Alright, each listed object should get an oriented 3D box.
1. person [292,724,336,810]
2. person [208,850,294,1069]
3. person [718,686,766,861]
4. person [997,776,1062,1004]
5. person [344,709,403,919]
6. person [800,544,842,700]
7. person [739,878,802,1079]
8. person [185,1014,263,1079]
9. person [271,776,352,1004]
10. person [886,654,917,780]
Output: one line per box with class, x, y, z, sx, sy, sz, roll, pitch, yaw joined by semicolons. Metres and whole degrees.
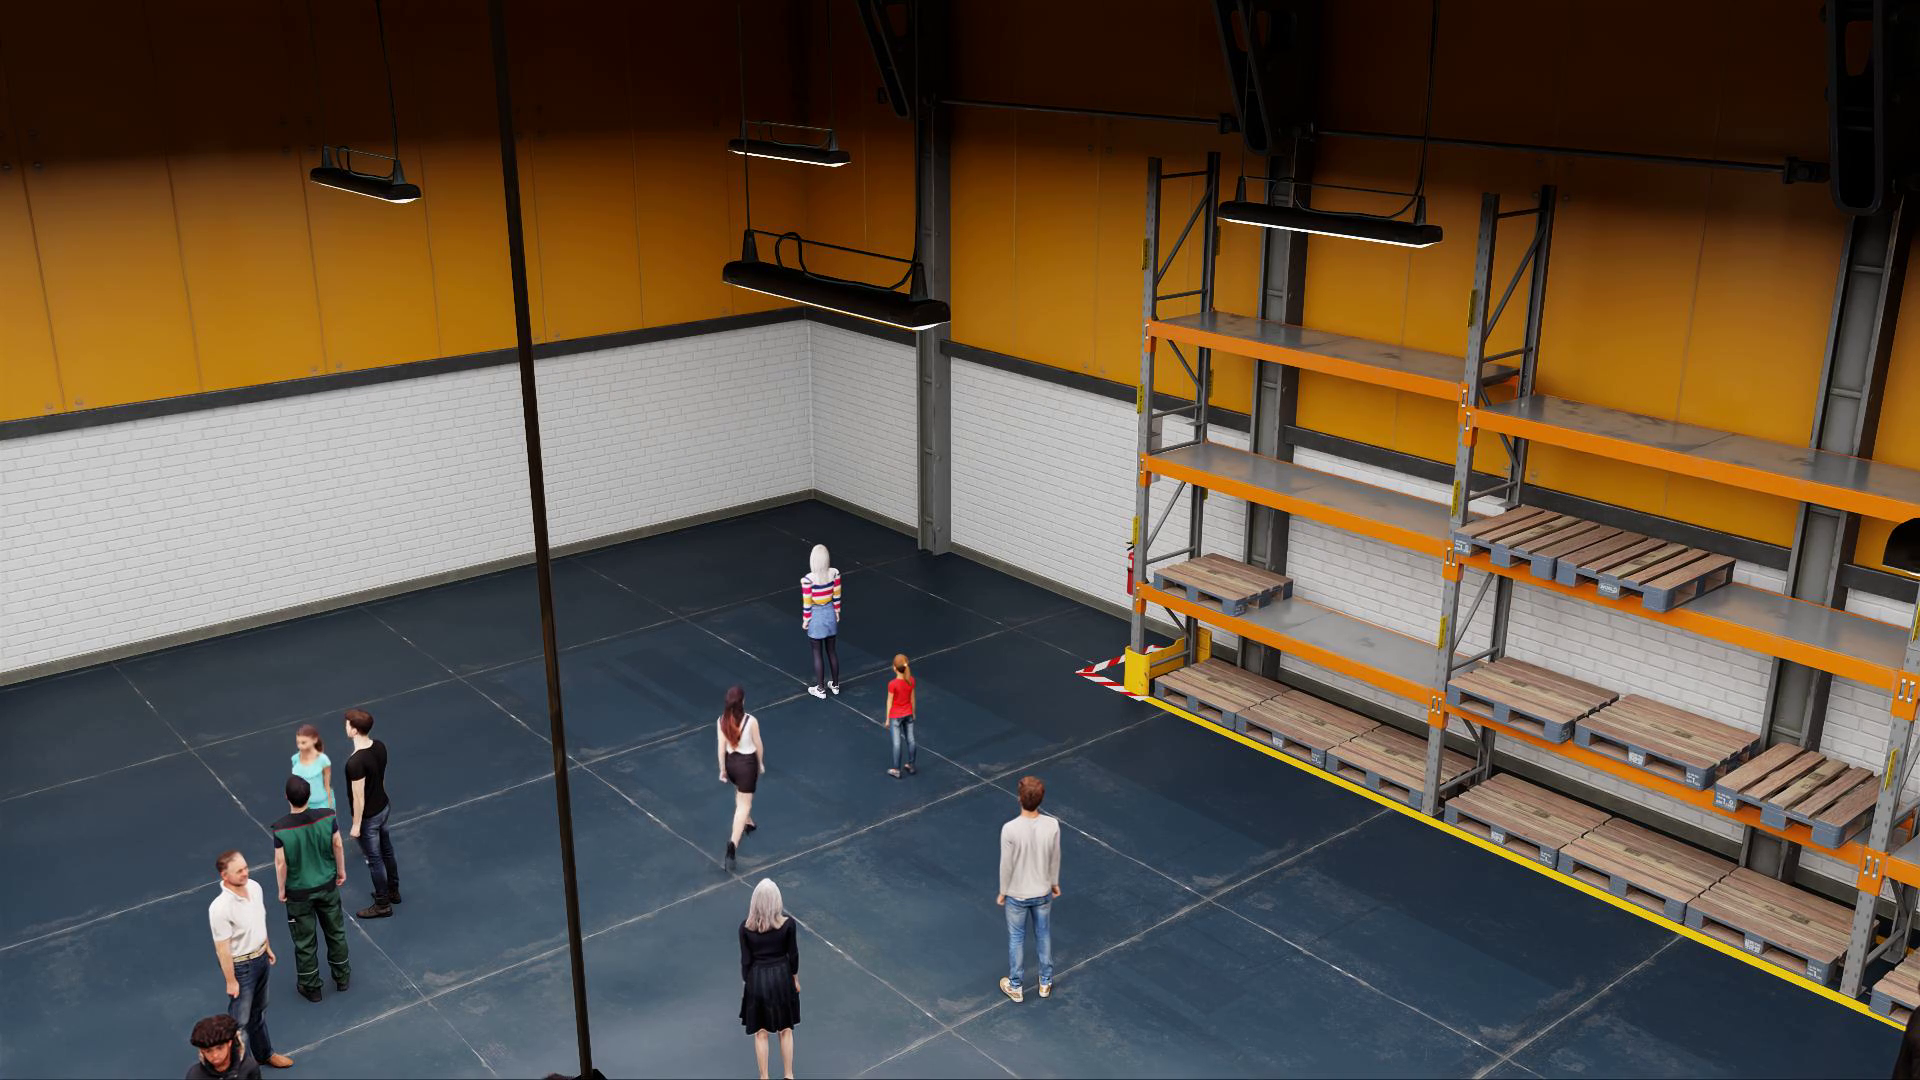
person;-5.711;2.339;14.890;0.788;1.552;0.817;5;19;15
person;-5.246;3.096;12.164;0.776;1.856;0.754;5;19;14
person;-2.035;2.167;15.306;1.062;1.613;1.043;4;19;12
person;0.547;2.751;13.115;0.752;1.904;0.728;-5;19;-14
person;-5.071;2.342;14.340;0.805;1.897;0.751;2;19;6
person;-1.551;0.902;18.755;0.671;1.808;0.553;-12;22;-32
person;-1.368;3.220;11.969;0.697;1.746;0.713;-4;19;-12
person;-4.548;3.738;10.383;0.661;1.778;0.623;-11;21;-29
person;-5.137;2.735;13.167;0.673;1.901;0.547;-14;23;-37
person;-0.587;1.785;16.918;0.494;1.308;0.495;-12;22;-32
